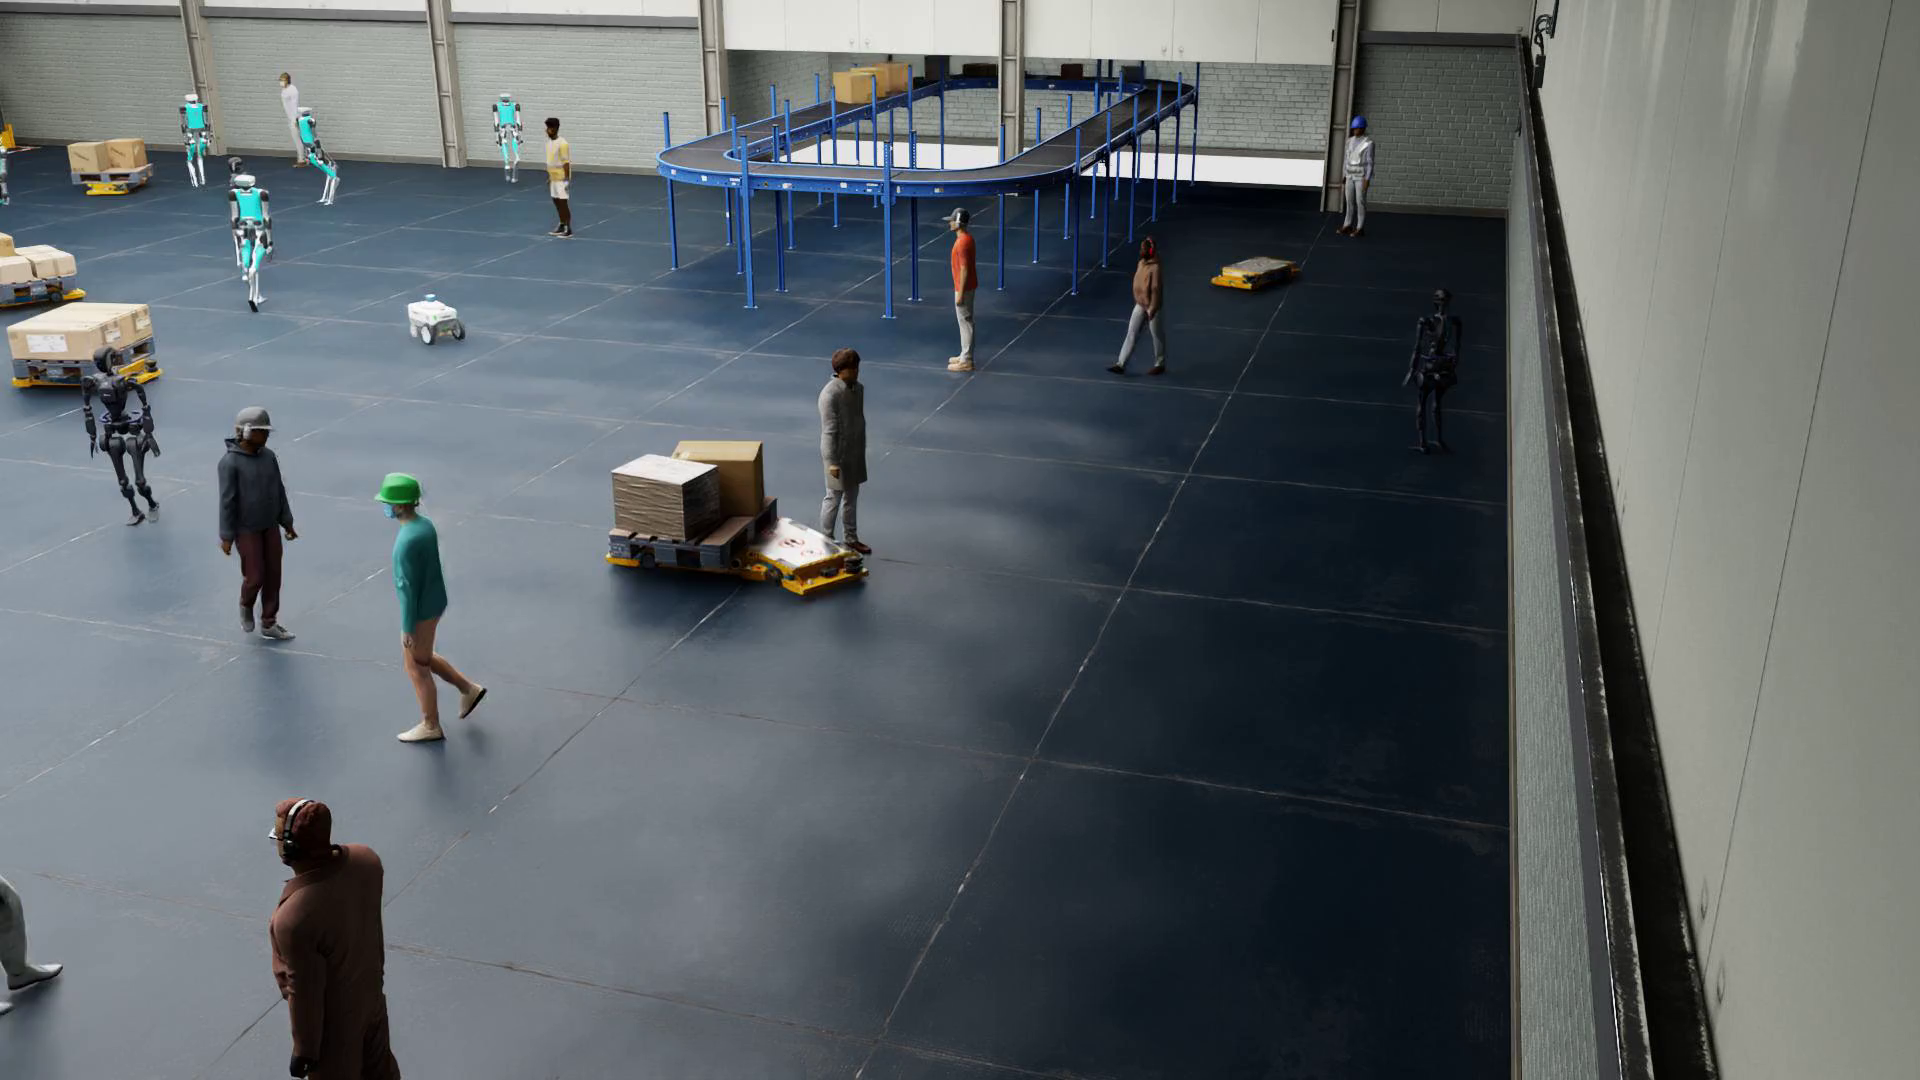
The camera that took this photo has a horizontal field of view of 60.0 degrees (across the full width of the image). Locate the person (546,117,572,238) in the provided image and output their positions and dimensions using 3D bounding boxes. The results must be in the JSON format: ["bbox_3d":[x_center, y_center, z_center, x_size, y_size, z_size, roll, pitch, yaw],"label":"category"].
[{"bbox_3d":[-6.585,-5.946,27.279,0.388,1.947,0.688,-18,27,-39],"label":"person"}]

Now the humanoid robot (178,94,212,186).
[{"bbox_3d":[-14.854,-7.733,32.254,0.530,1.815,0.745,-18,28,-39],"label":"humanoid robot"}]

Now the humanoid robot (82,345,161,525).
[{"bbox_3d":[-7.367,-0.926,14.623,0.611,1.635,0.362,-1,21,-4],"label":"humanoid robot"}]

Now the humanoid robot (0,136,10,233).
[{"bbox_3d":[-15.381,-5.473,26.344,0.811,1.779,0.532,-19,28,-40],"label":"humanoid robot"}]

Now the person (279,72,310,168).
[{"bbox_3d":[-13.832,-8.720,34.508,0.460,1.917,0.661,-17,27,-37],"label":"person"}]

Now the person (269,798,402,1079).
[{"bbox_3d":[-2.606,1.927,6.906,0.405,1.906,0.649,4,21,9],"label":"person"}]

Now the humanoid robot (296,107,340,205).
[{"bbox_3d":[-11.606,-6.999,30.279,0.534,1.765,0.702,17,27,38],"label":"humanoid robot"}]

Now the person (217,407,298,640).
[{"bbox_3d":[-5.248,-0.107,12.361,0.507,1.774,0.581,12,24,28],"label":"person"}]

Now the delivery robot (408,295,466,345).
[{"bbox_3d":[-6.662,-2.801,21.025,0.757,0.580,0.499,20,29,41],"label":"delivery robot"}]

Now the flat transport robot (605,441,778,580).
[{"bbox_3d":[-2.190,0.078,13.975,1.431,0.231,0.659,6,22,15],"label":"flat transport robot"}]

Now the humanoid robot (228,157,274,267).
[{"bbox_3d":[-10.731,-4.960,25.086,0.606,1.636,0.483,15,26,35],"label":"humanoid robot"}]

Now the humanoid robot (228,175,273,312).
[{"bbox_3d":[-9.634,-3.975,22.465,0.548,1.783,0.954,-1,21,-4],"label":"humanoid robot"}]

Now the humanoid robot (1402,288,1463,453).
[{"bbox_3d":[4.718,-1.690,16.605,0.609,1.652,0.335,-8,22,-19],"label":"humanoid robot"}]

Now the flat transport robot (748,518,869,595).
[{"bbox_3d":[-1.452,0.106,13.903,0.659,0.231,1.431,-17,27,-37],"label":"flat transport robot"}]

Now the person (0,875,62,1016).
[{"bbox_3d":[-4.767,1.604,8.123,0.624,1.617,0.549,-13,24,-30],"label":"person"}]

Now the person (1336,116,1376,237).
[{"bbox_3d":[6.521,-5.977,27.350,0.402,1.945,0.614,-13,24,-30],"label":"person"}]

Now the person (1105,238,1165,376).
[{"bbox_3d":[2.084,-2.664,19.196,0.815,1.611,0.491,-13,25,-30],"label":"person"}]

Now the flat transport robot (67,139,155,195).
[{"bbox_3d":[-16.153,-6.799,31.812,0.659,0.231,1.431,-3,21,-8],"label":"flat transport robot"}]

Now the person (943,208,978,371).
[{"bbox_3d":[0.004,-2.936,19.513,0.409,1.912,0.475,3,21,7],"label":"person"}]

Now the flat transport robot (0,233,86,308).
[{"bbox_3d":[-12.899,-3.364,22.903,0.659,0.231,1.431,19,28,41],"label":"flat transport robot"}]

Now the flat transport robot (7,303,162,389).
[{"bbox_3d":[-10.054,-1.925,19.170,1.431,0.231,0.659,2,21,5],"label":"flat transport robot"}]

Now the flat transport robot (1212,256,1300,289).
[{"bbox_3d":[4.333,-3.899,24.291,0.659,0.231,1.431,16,26,36],"label":"flat transport robot"}]

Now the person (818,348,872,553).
[{"bbox_3d":[-0.956,-0.706,13.865,0.369,1.823,0.496,15,25,33],"label":"person"}]

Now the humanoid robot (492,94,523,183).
[{"bbox_3d":[-8.682,-7.697,32.072,0.533,1.707,1.009,-6,22,-16],"label":"humanoid robot"}]

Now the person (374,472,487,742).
[{"bbox_3d":[-3.479,0.446,10.819,0.485,1.860,0.529,-2,21,-6],"label":"person"}]
